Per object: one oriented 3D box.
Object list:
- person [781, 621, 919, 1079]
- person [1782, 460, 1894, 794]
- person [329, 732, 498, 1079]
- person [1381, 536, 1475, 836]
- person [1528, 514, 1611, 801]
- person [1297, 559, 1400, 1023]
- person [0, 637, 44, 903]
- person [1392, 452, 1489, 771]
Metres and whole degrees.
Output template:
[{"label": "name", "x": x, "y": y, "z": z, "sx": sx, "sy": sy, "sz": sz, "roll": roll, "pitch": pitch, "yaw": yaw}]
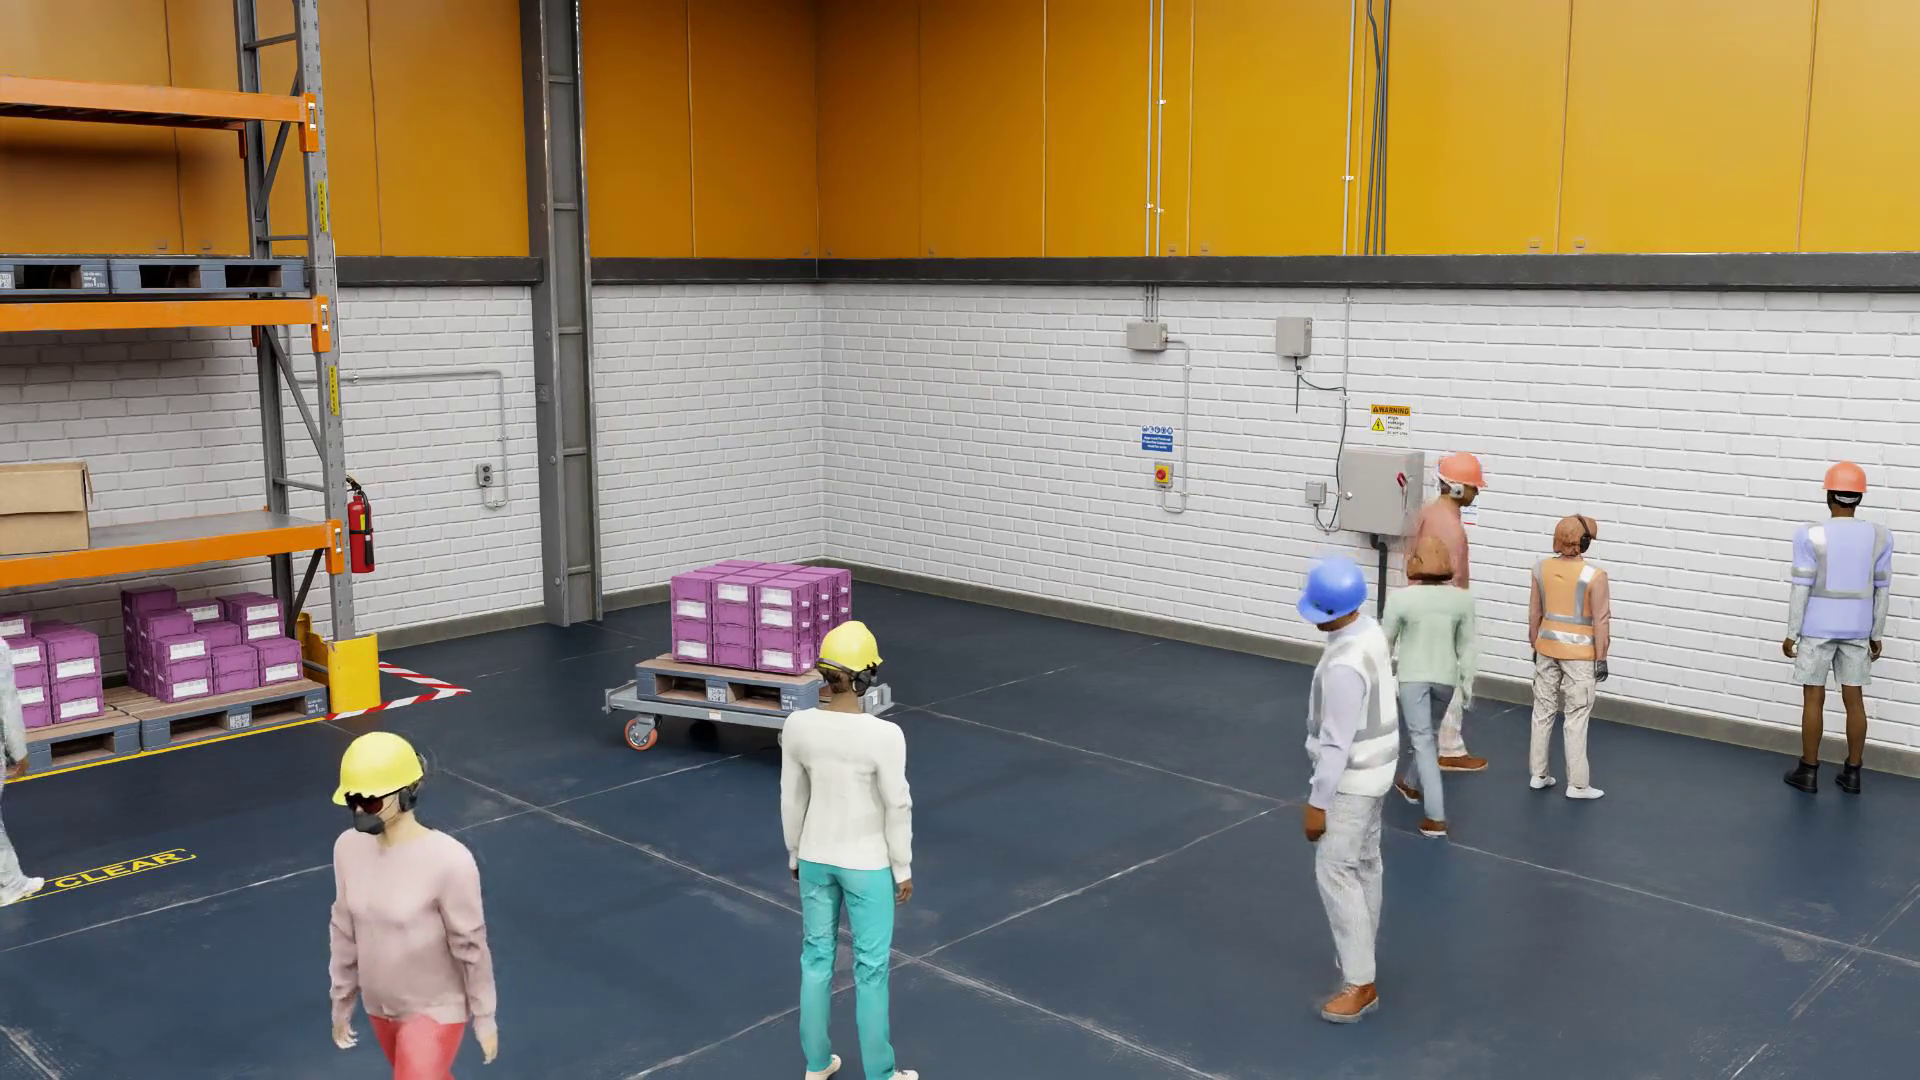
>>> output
[{"label": "person", "x": -0.405, "y": 1.170, "z": 6.087, "sx": 0.524, "sy": 1.769, "sz": 0.326, "roll": 5, "pitch": 10, "yaw": 27}, {"label": "person", "x": 5.061, "y": 0.505, "z": 9.642, "sx": 0.550, "sy": 1.935, "sz": 0.376, "roll": 1, "pitch": 9, "yaw": 7}, {"label": "person", "x": -1.616, "y": 1.377, "z": 4.988, "sx": 0.529, "sy": 1.716, "sz": 0.905, "roll": 5, "pitch": 10, "yaw": 27}, {"label": "person", "x": 2.541, "y": 0.770, "z": 9.120, "sx": 0.513, "sy": 1.582, "sz": 0.897, "roll": -1, "pitch": 9, "yaw": -6}, {"label": "person", "x": 3.489, "y": 0.668, "z": 9.550, "sx": 0.311, "sy": 1.642, "sz": 0.512, "roll": -6, "pitch": 11, "yaw": -34}, {"label": "person", "x": 1.615, "y": 0.984, "z": 6.877, "sx": 0.391, "sy": 1.895, "sz": 0.709, "roll": 4, "pitch": 10, "yaw": 24}, {"label": "person", "x": -4.562, "y": 0.950, "z": 7.619, "sx": 0.489, "sy": 1.706, "sz": 0.881, "roll": 1, "pitch": 9, "yaw": 9}, {"label": "person", "x": 2.768, "y": 0.437, "z": 10.032, "sx": 0.821, "sy": 1.962, "sz": 0.645, "roll": 0, "pitch": 9, "yaw": -1}]
